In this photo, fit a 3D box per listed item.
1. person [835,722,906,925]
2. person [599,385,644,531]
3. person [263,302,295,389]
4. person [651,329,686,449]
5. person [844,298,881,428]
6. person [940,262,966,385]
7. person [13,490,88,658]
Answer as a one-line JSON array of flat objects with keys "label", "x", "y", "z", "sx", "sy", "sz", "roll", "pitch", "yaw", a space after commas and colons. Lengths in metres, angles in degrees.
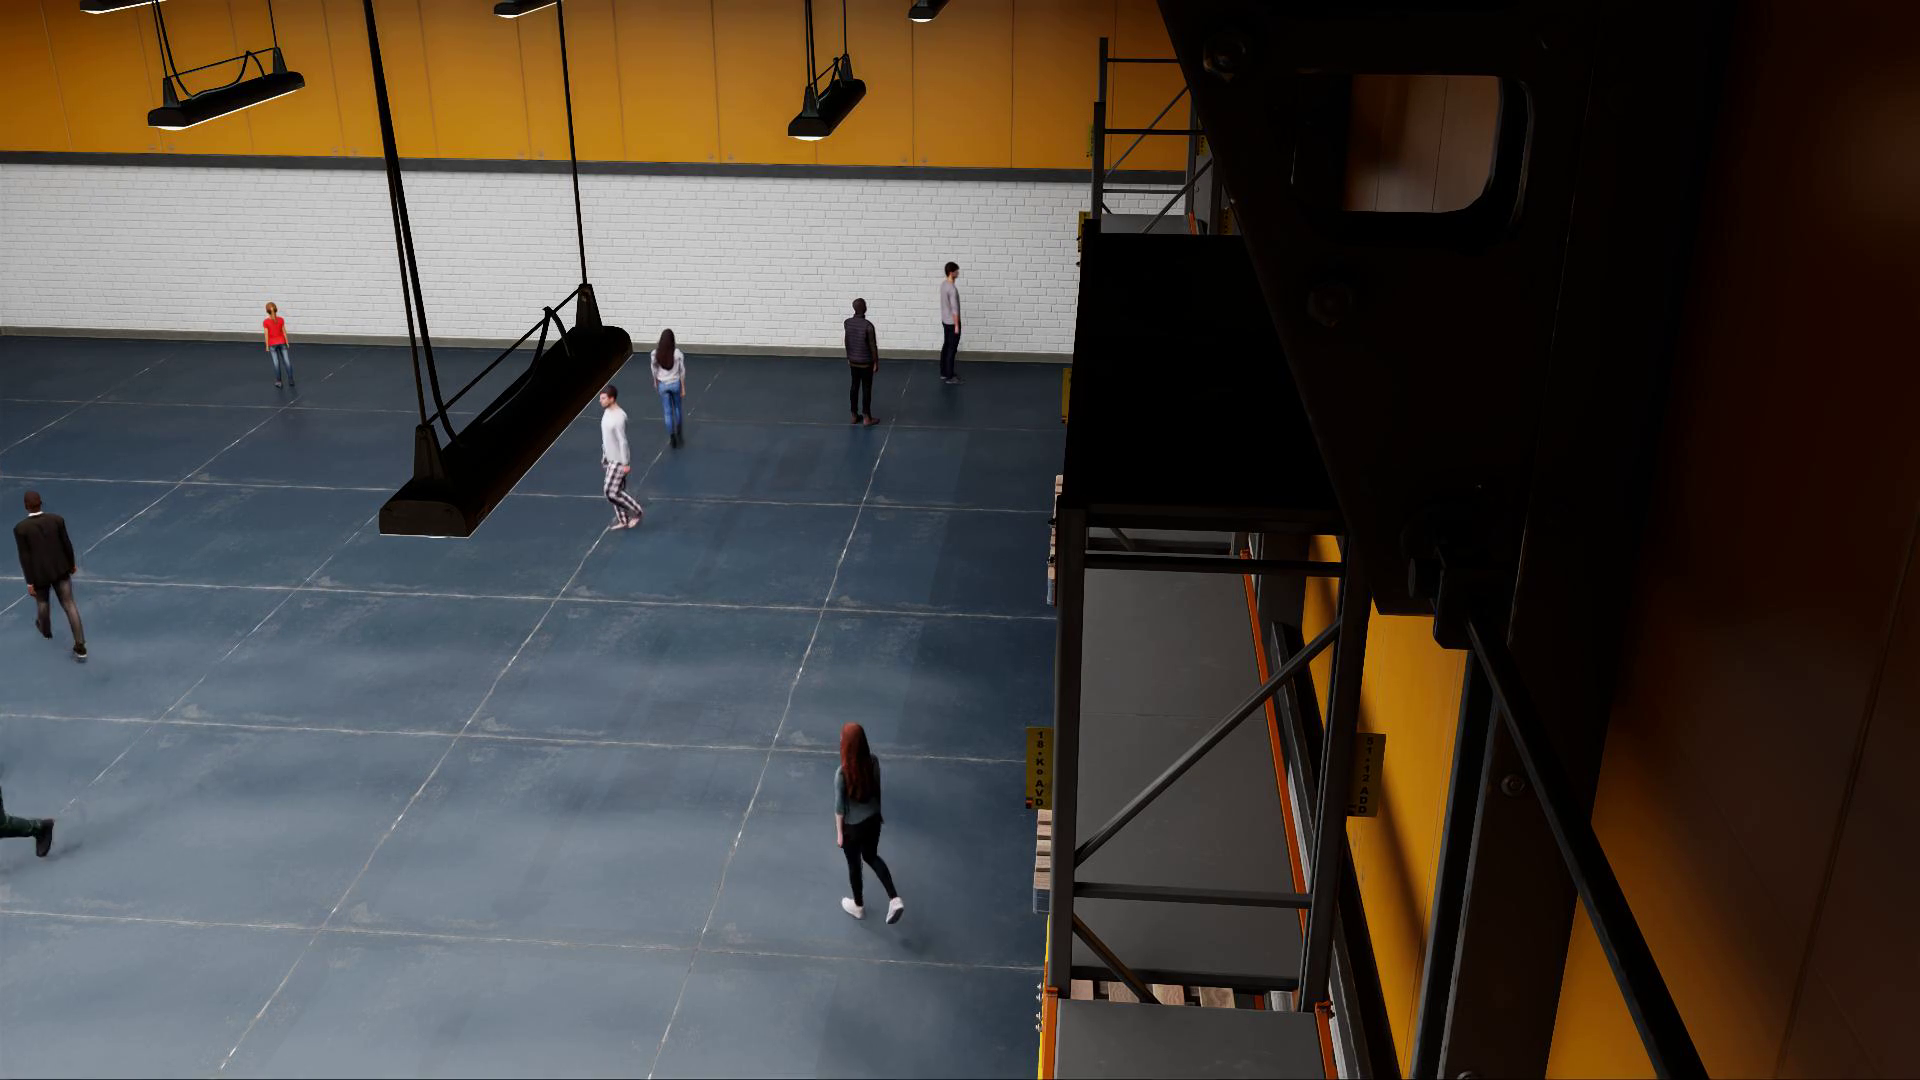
[{"label": "person", "x": -0.713, "y": 2.221, "z": 12.762, "sx": 0.945, "sy": 1.732, "sz": 0.991, "roll": -21, "pitch": 31, "yaw": -39}, {"label": "person", "x": -4.036, "y": -1.000, "z": 20.002, "sx": 0.859, "sy": 1.835, "sz": 0.798, "roll": -13, "pitch": 27, "yaw": -27}, {"label": "person", "x": -10.314, "y": -2.959, "z": 25.139, "sx": 0.577, "sy": 1.311, "sz": 0.629, "roll": -15, "pitch": 28, "yaw": -30}, {"label": "person", "x": -3.961, "y": -2.042, "z": 22.681, "sx": 0.771, "sy": 1.599, "sz": 1.007, "roll": -5, "pitch": 24, "yaw": -11}, {"label": "person", "x": -1.398, "y": -2.525, "z": 23.488, "sx": 0.782, "sy": 1.836, "sz": 0.764, "roll": 15, "pitch": 28, "yaw": 31}, {"label": "person", "x": -0.144, "y": -3.321, "z": 25.303, "sx": 0.784, "sy": 1.842, "sz": 0.610, "roll": -8, "pitch": 25, "yaw": -17}, {"label": "person", "x": -9.213, "y": 0.388, "z": 16.930, "sx": 1.215, "sy": 1.753, "sz": 1.212, "roll": 21, "pitch": 31, "yaw": 39}]
